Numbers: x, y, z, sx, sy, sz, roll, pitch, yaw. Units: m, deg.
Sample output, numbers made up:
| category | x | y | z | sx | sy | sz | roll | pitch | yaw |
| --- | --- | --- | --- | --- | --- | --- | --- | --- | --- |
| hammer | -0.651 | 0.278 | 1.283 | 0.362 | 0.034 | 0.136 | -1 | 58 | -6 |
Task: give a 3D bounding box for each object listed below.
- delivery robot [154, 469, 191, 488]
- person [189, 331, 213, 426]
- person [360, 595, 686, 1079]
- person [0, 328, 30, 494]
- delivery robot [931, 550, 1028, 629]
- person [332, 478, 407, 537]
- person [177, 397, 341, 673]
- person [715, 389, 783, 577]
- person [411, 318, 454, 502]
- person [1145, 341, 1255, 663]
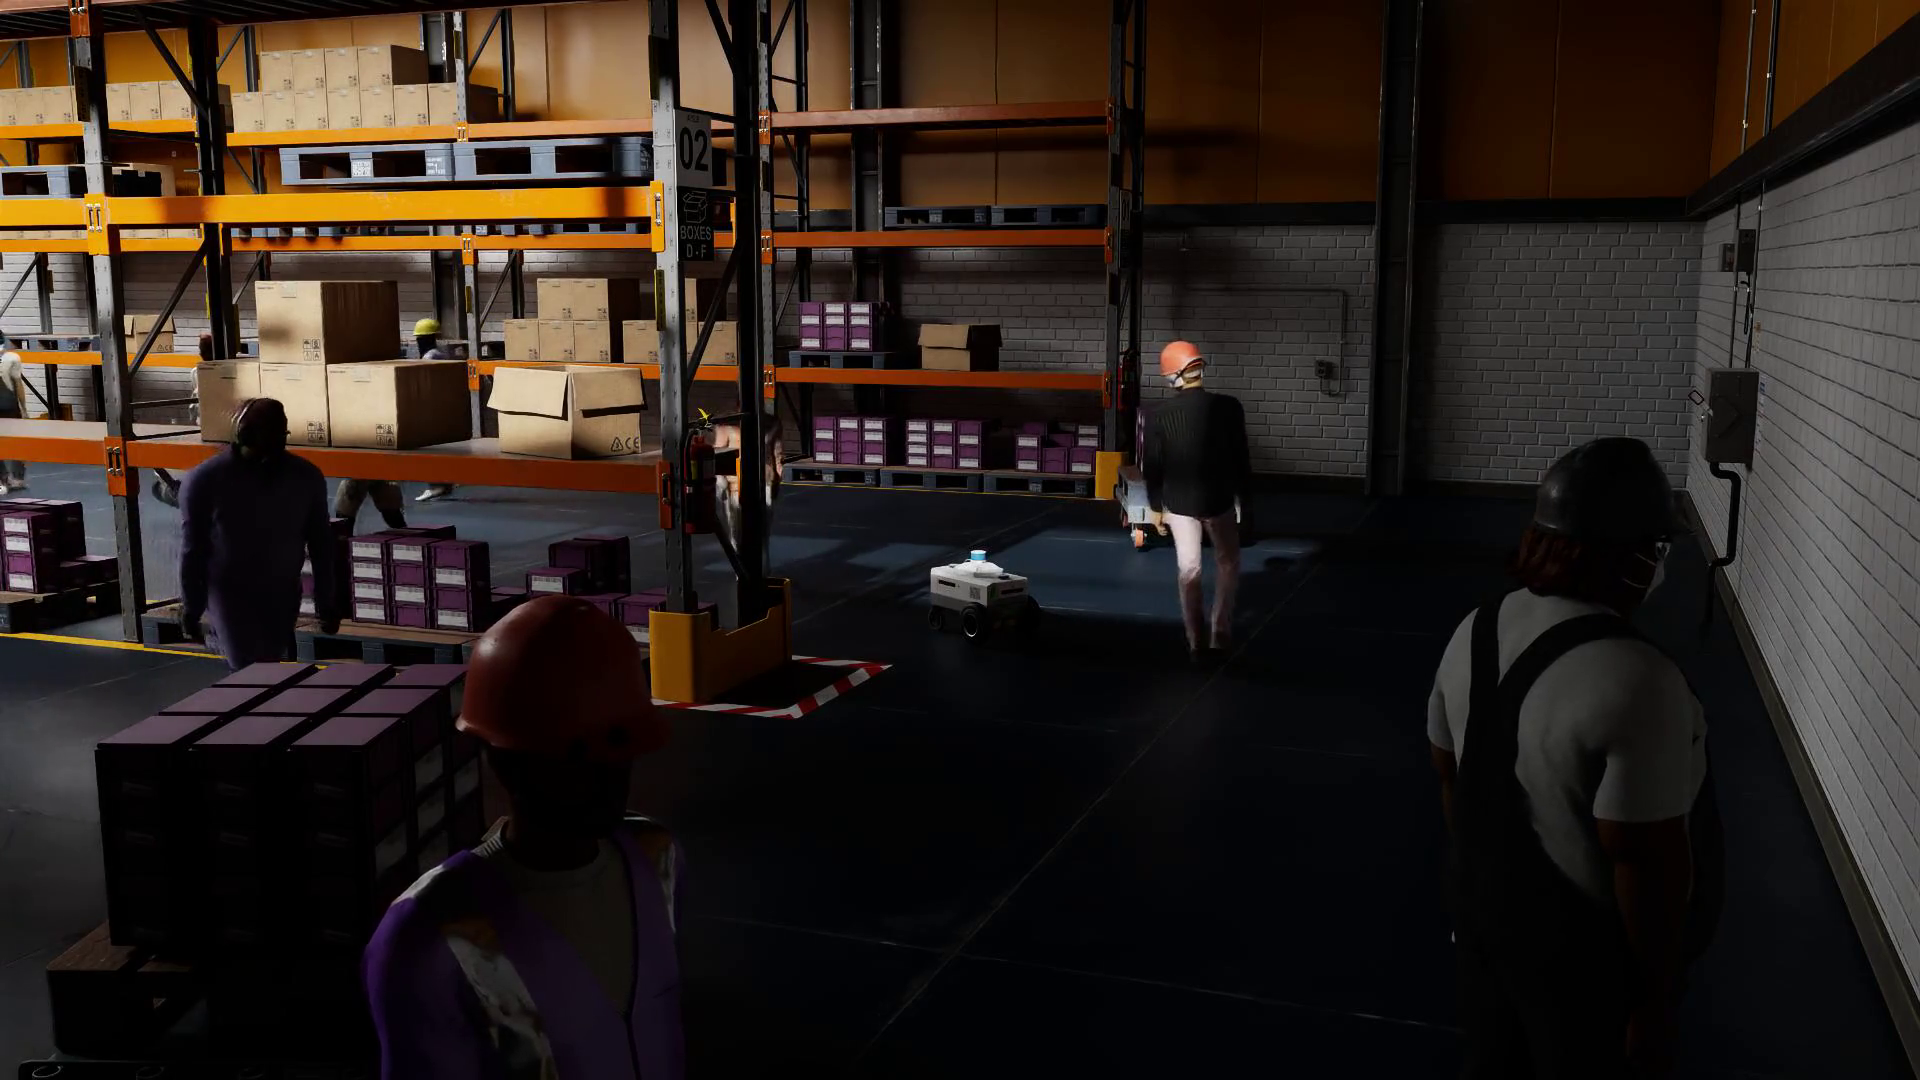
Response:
| category | x | y | z | sx | sy | sz | roll | pitch | yaw |
| --- | --- | --- | --- | --- | --- | --- | --- | --- | --- |
| delivery robot | -7.919 | -0.698 | 17.198 | 0.707 | 0.478 | 0.477 | -7 | 12 | -38 |
| person | -6.399 | -0.868 | 14.394 | 0.572 | 1.886 | 0.354 | 2 | 9 | 12 |
| person | -0.531 | 1.028 | 2.325 | 0.356 | 1.936 | 0.551 | 5 | 10 | 29 |
| person | -10.347 | -1.415 | 17.974 | 0.551 | 1.834 | 0.483 | -2 | 9 | -11 |
| delivery robot | 0.119 | 0.311 | 10.861 | 0.477 | 0.478 | 0.707 | -7 | 11 | -37 |
| person | -4.386 | -0.538 | 12.239 | 0.996 | 1.911 | 0.620 | 4 | 10 | 22 |
| person | -3.233 | 0.245 | 7.624 | 1.044 | 1.832 | 0.647 | 8 | 12 | 42 |
| person | -1.576 | -0.412 | 12.416 | 0.508 | 1.604 | 0.814 | -1 | 9 | -9 |
| person | -5.523 | -1.340 | 17.281 | 0.488 | 1.910 | 0.604 | 0 | 9 | 2 |
| person | 1.441 | -0.210 | 10.060 | 0.662 | 1.968 | 0.439 | 2 | 9 | 12 |
